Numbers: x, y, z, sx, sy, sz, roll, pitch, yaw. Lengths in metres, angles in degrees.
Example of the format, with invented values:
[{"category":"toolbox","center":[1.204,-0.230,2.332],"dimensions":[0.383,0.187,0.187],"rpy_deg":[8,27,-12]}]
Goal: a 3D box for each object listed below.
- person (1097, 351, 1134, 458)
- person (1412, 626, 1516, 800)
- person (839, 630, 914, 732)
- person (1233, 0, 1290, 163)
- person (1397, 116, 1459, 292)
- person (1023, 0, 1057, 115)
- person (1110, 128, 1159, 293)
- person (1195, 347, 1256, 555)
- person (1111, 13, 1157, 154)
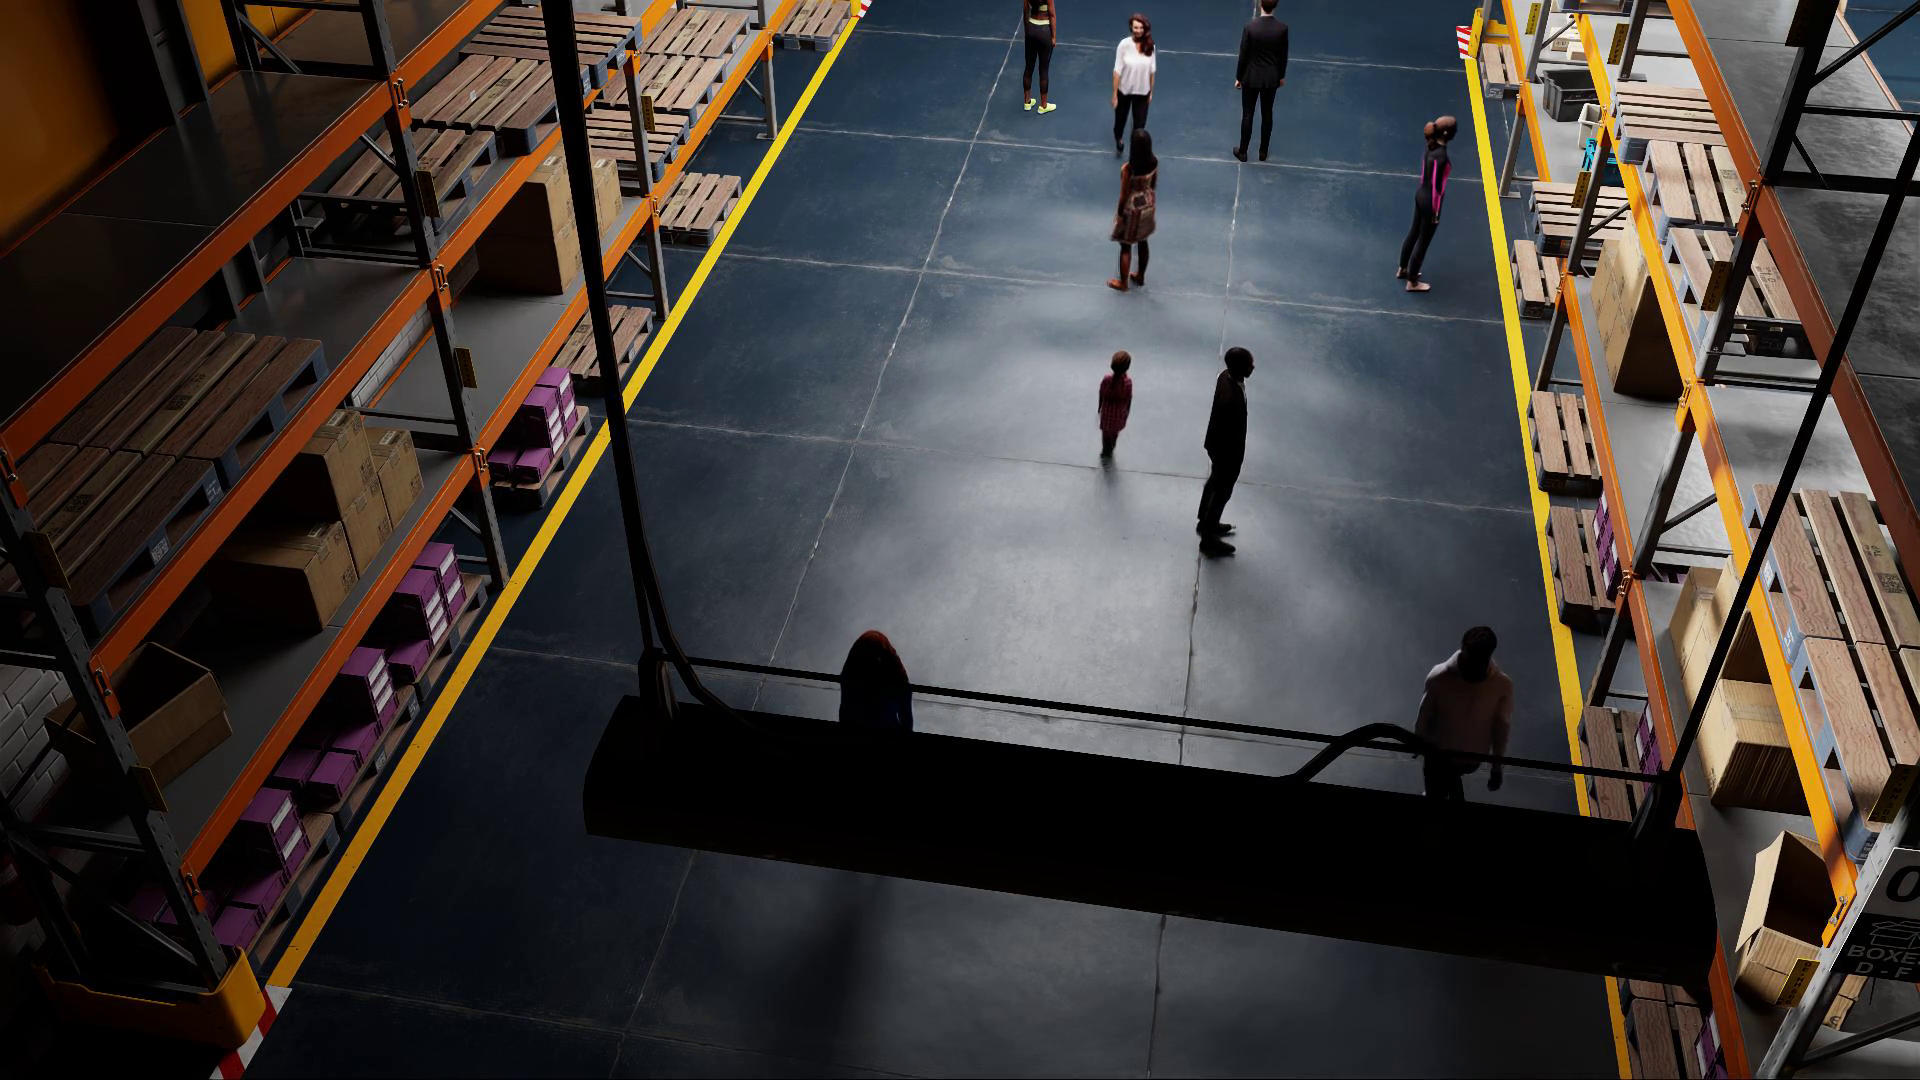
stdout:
[{"category":"person","center":[1.273,-1.084,13.750],"dimensions":[0.460,1.010,0.553],"rpy_deg":[1,39,1]},{"category":"person","center":[3.032,1.209,10.188],"dimensions":[0.763,1.872,1.268],"rpy_deg":[3,39,4]},{"category":"person","center":[-0.507,1.256,10.164],"dimensions":[0.598,1.829,0.553],"rpy_deg":[7,39,8]},{"category":"person","center":[3.247,-5.009,17.957],"dimensions":[0.754,1.893,0.689],"rpy_deg":[-3,39,-3]},{"category":"person","center":[4.455,-3.216,15.829],"dimensions":[0.662,1.746,0.544],"rpy_deg":[-4,39,-5]},{"category":"person","center":[0.895,-5.749,18.994],"dimensions":[0.629,1.755,0.629],"rpy_deg":[22,43,25]},{"category":"person","center":[1.692,-3.140,15.816],"dimensions":[0.717,1.645,0.770],"rpy_deg":[-22,44,-26]},{"category":"person","center":[2.011,-0.693,12.629],"dimensions":[0.744,1.799,0.526],"rpy_deg":[1,39,1]},{"category":"person","center":[1.821,-4.757,17.745],"dimensions":[0.811,1.763,1.167],"rpy_deg":[-3,39,-4]}]
